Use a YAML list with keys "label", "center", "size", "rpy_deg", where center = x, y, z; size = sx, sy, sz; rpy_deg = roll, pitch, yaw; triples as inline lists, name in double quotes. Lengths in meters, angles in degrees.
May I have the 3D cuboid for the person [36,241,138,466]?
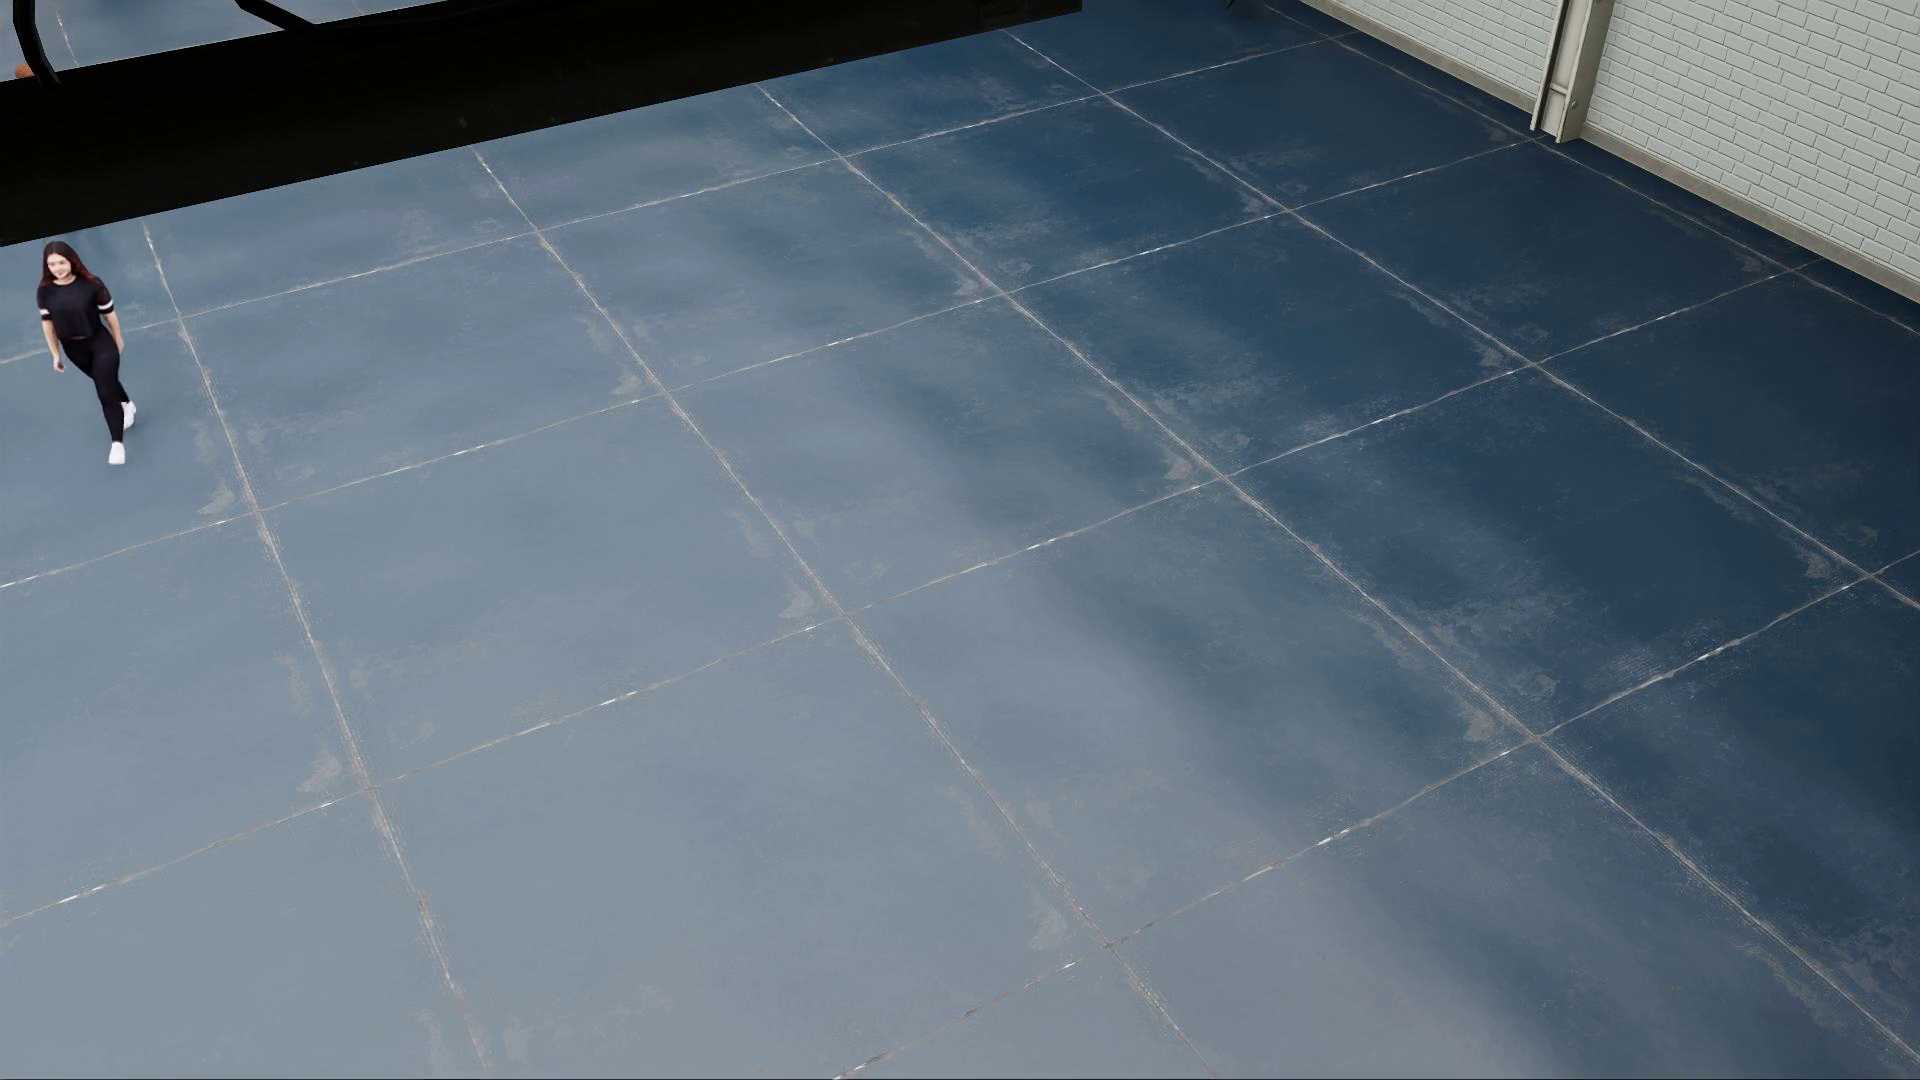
- label: "person"
  center: [-6.094, -1.384, 11.662]
  size: [0.853, 1.590, 1.181]
  rpy_deg: [-7, 39, -9]
